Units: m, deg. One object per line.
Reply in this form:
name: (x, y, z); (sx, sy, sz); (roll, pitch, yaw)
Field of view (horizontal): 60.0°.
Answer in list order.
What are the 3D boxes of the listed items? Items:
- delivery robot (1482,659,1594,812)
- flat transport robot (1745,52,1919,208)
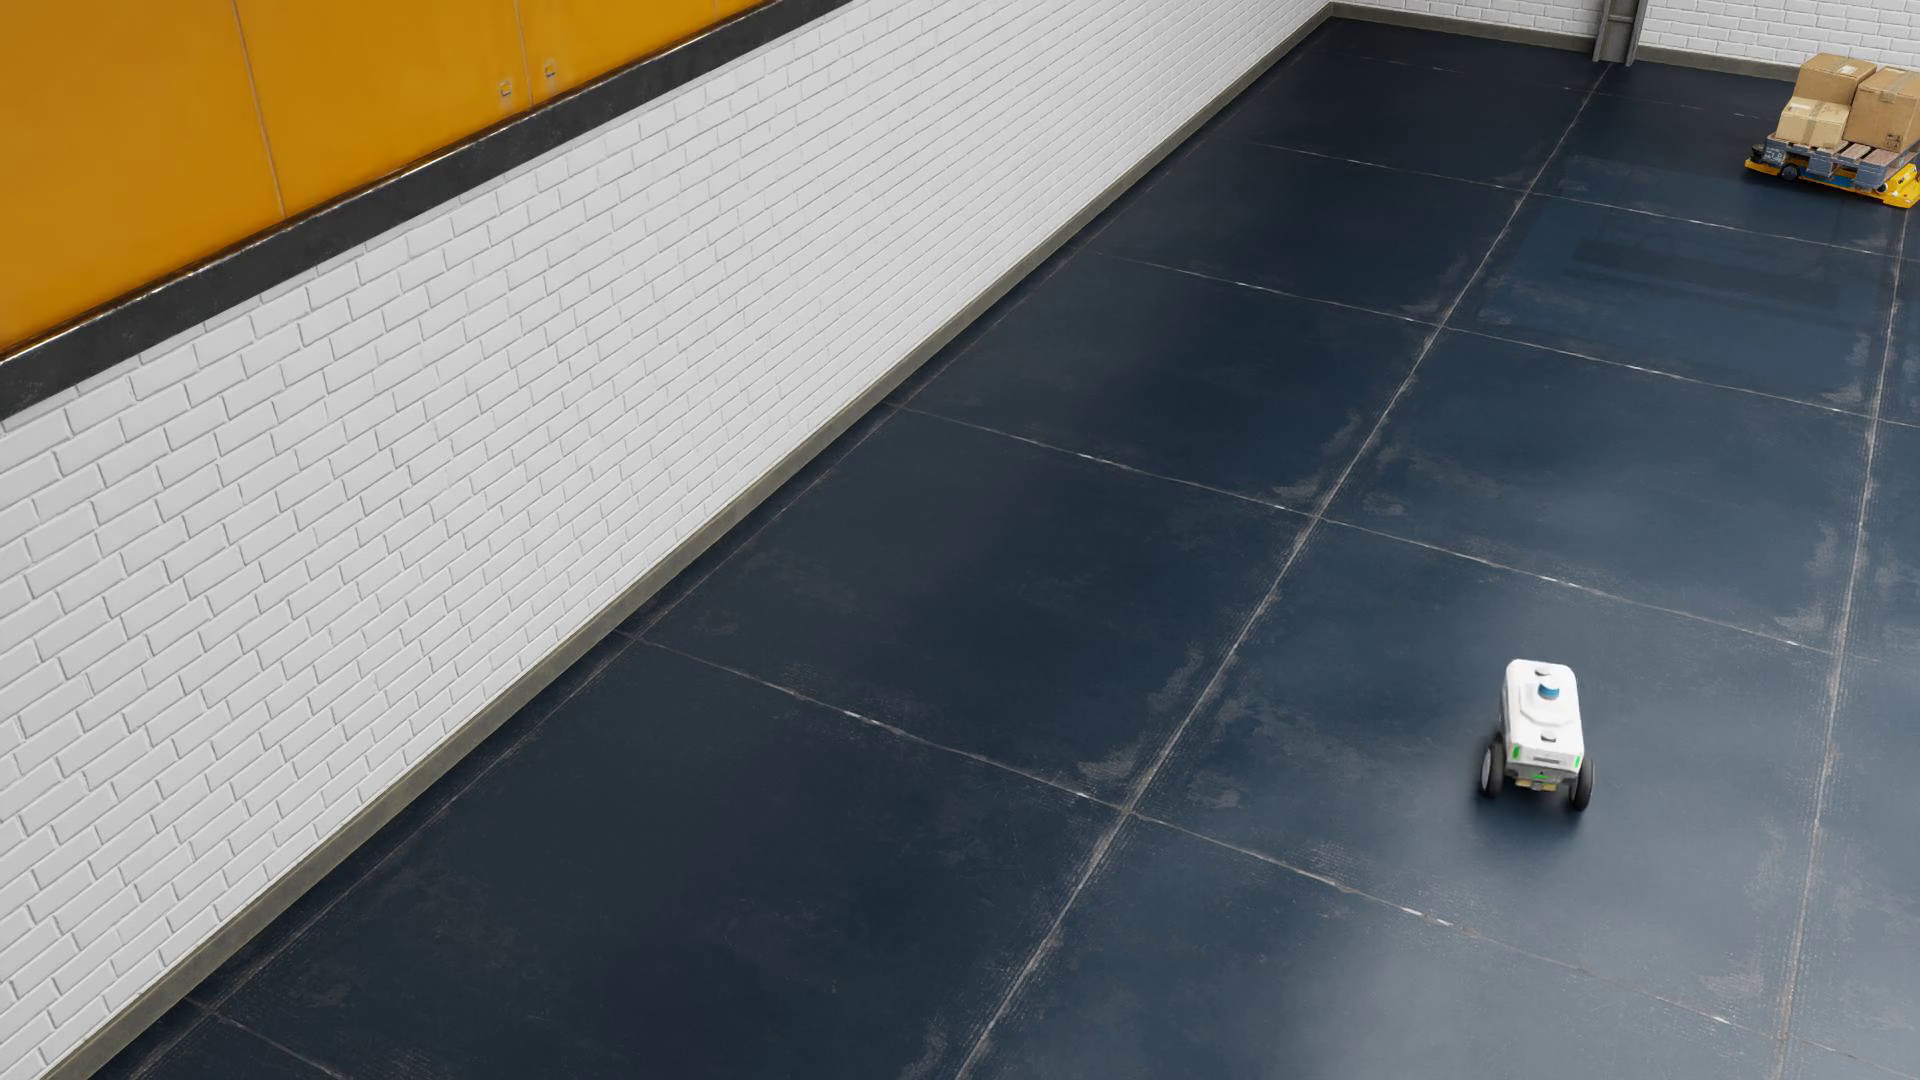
delivery robot: (2.889, 0.970, 8.295); (0.499, 0.614, 0.785); (7, 35, 11)
flat transport robot: (7.902, -3.333, 14.936); (1.431, 0.231, 0.659); (27, 42, 34)
